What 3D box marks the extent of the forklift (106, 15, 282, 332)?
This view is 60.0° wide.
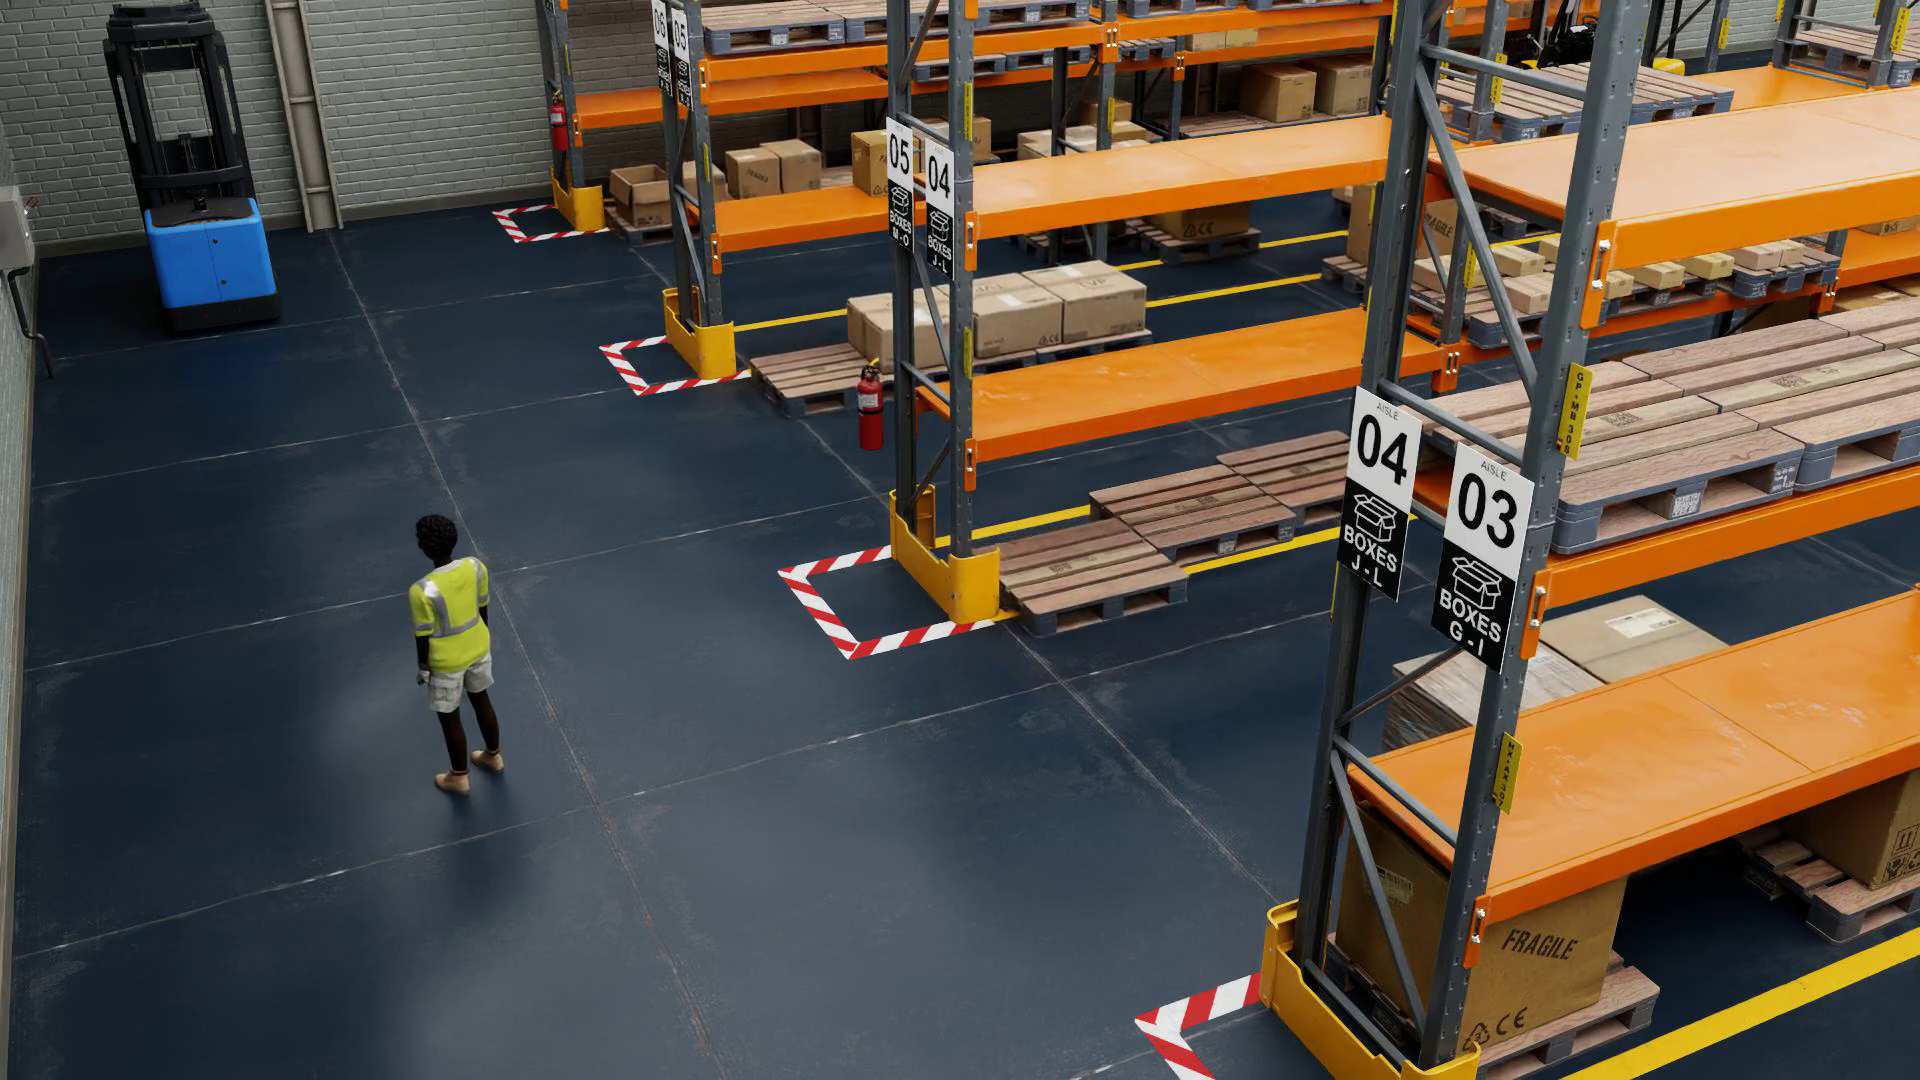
[{"bbox_3d":[-7.548,-3.672,16.323,1.129,2.768,1.873,-12,30,-22],"label":"forklift"}]

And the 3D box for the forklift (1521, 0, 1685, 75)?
[{"bbox_3d":[8.950,-6.807,23.056,1.214,2.155,2.313,-12,30,-22],"label":"forklift"}]

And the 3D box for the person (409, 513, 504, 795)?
[{"bbox_3d":[-2.827,0.637,9.343,0.321,1.686,0.531,15,31,26],"label":"person"}]
